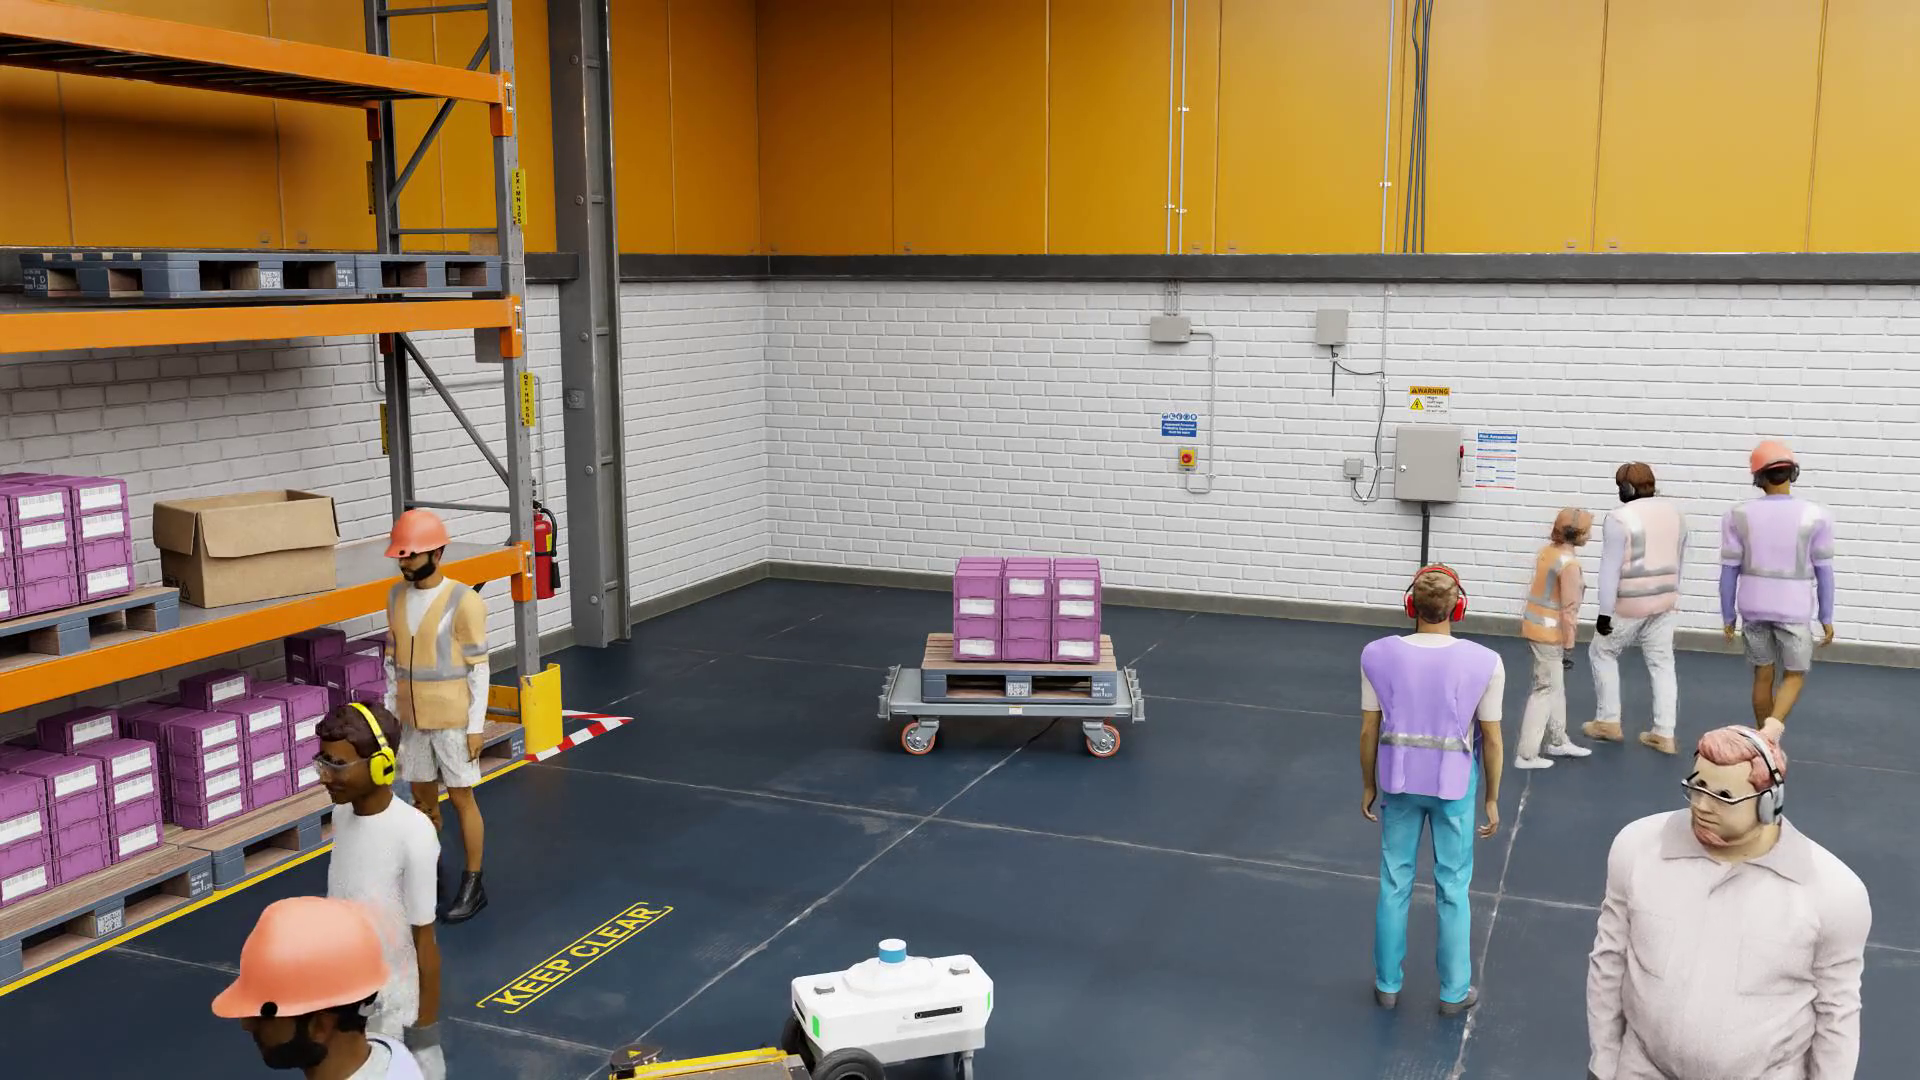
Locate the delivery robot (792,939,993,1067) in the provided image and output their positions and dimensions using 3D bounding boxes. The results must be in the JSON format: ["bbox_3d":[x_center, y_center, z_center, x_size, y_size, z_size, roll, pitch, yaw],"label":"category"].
[{"bbox_3d":[-0.245,1.713,6.114,0.707,0.478,0.477,-3,10,-19],"label":"delivery robot"}]

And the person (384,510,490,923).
[{"bbox_3d":[-2.440,0.813,7.676,0.552,1.932,0.377,4,10,23],"label":"person"}]

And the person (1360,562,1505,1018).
[{"bbox_3d":[1.886,1.015,6.711,0.566,1.850,0.389,4,10,23],"label":"person"}]

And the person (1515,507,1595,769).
[{"bbox_3d":[3.636,0.595,10.007,0.609,1.609,0.562,0,9,2],"label":"person"}]

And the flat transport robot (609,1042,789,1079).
[{"bbox_3d":[-0.746,2.013,5.436,0.652,0.197,1.431,-3,10,-17],"label":"flat transport robot"}]

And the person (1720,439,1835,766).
[{"bbox_3d":[4.786,0.423,9.797,0.645,2.017,0.670,7,12,36],"label":"person"}]

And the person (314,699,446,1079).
[{"bbox_3d":[-1.607,1.341,4.772,0.531,1.844,0.768,8,13,42],"label":"person"}]

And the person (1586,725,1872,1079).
[{"bbox_3d":[1.909,1.397,4.242,0.638,1.904,0.402,7,12,36],"label":"person"}]

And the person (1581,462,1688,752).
[{"bbox_3d":[4.252,0.410,10.512,0.692,1.805,0.719,-4,10,-21],"label":"person"}]

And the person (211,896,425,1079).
[{"bbox_3d":[-1.147,1.578,3.199,0.986,1.889,0.564,-2,10,-10],"label":"person"}]
